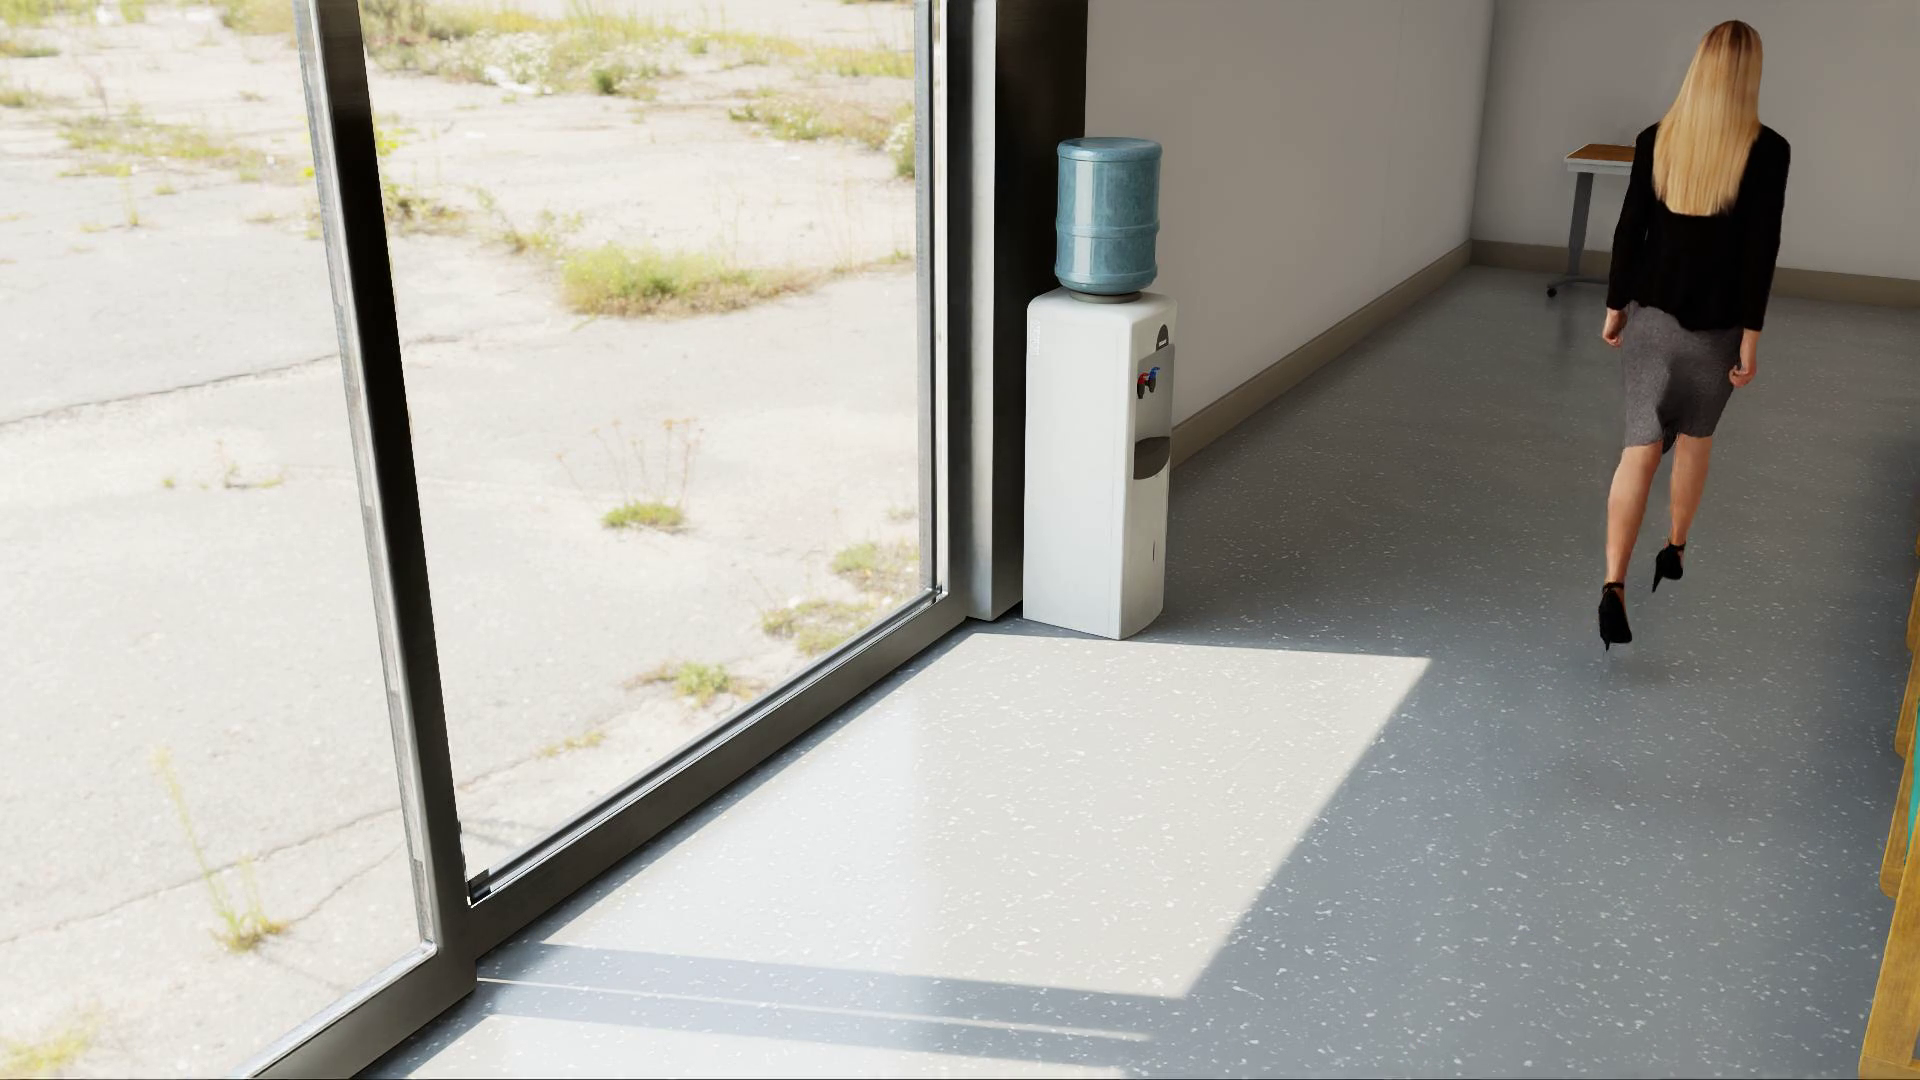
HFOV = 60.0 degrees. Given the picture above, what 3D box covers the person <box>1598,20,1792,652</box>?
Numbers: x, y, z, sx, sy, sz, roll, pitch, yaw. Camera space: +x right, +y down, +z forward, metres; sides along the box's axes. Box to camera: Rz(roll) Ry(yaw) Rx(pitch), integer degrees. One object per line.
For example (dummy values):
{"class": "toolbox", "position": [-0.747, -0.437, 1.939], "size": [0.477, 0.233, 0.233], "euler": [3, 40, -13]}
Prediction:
{"class": "person", "position": [2.068, -0.527, 4.852], "size": [1.079, 1.794, 0.714], "euler": [13, 25, 31]}
